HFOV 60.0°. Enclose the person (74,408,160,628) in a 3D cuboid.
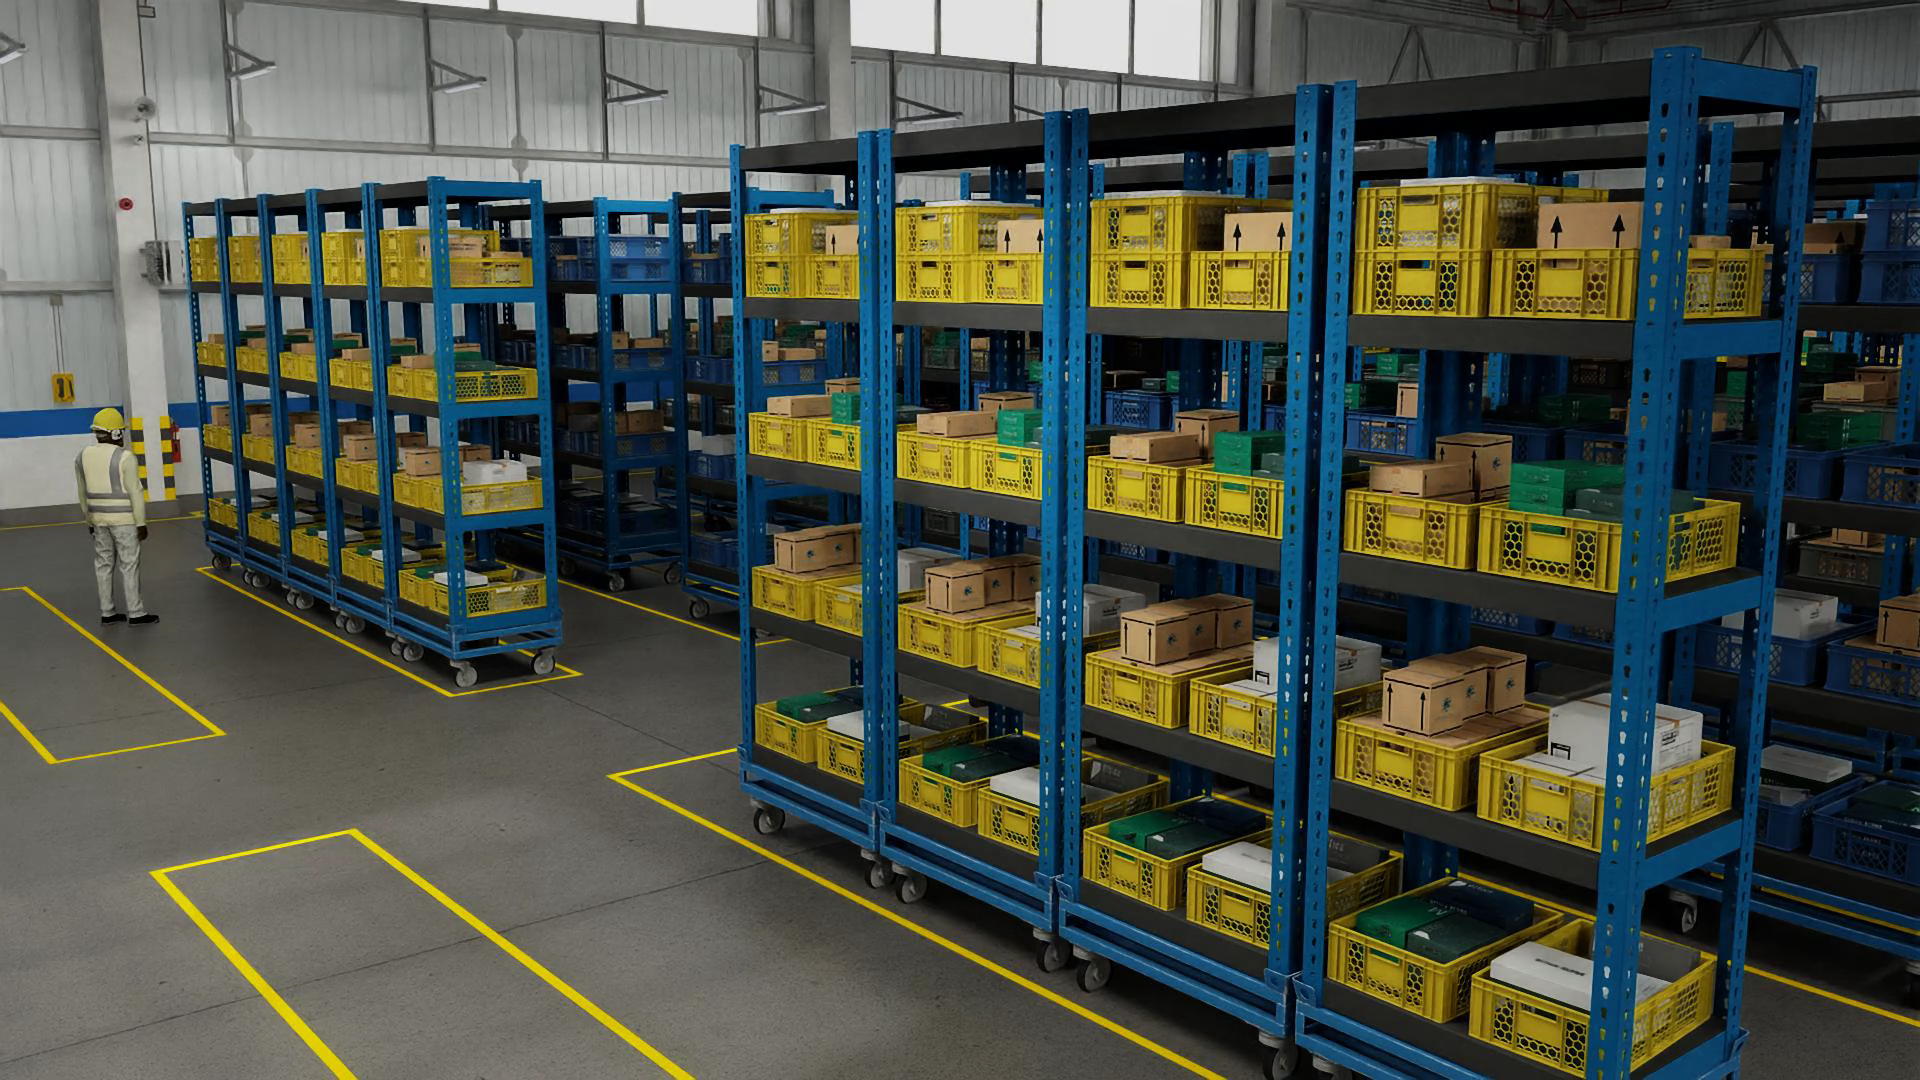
[{"bbox_3d":[-7.002,-0.180,13.816,0.587,1.833,0.404,2,10,13],"label":"person"}]
